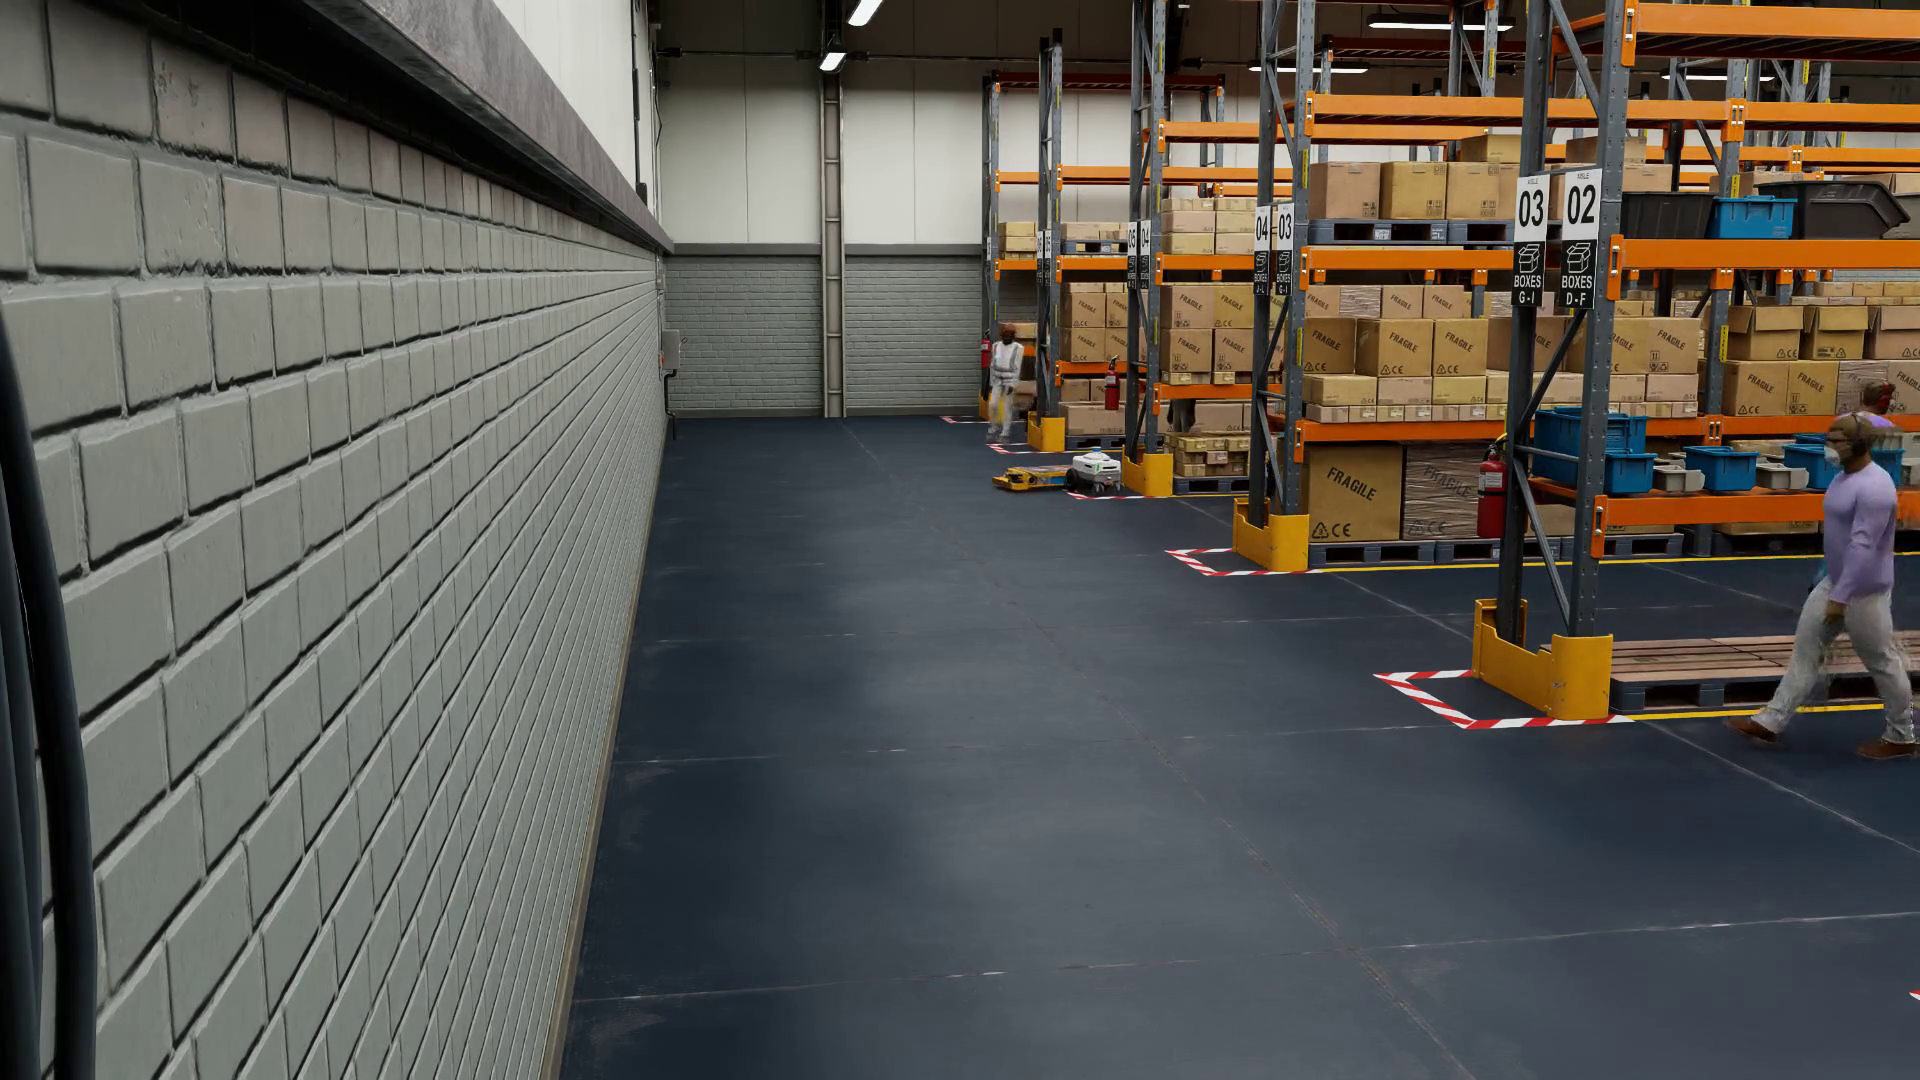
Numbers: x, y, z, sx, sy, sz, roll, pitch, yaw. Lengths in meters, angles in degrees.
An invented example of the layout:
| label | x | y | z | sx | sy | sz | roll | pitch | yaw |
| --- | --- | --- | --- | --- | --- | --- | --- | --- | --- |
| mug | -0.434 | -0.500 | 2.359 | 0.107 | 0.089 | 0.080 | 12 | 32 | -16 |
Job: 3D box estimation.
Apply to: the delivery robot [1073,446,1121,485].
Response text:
| label | x | y | z | sx | sy | sz | roll | pitch | yaw |
| --- | --- | --- | --- | --- | --- | --- | --- | --- | --- |
| delivery robot | 1.627 | -0.870 | 19.794 | 0.477 | 0.478 | 0.707 | -4 | 10 | -21 |

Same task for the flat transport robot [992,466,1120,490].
| label | x | y | z | sx | sy | sz | roll | pitch | yaw |
| --- | --- | --- | --- | --- | --- | --- | --- | --- | --- |
| flat transport robot | 1.175 | -0.780 | 20.400 | 1.431 | 0.197 | 0.652 | -3 | 10 | -20 |

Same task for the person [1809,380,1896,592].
| label | x | y | z | sx | sy | sz | roll | pitch | yaw |
| --- | --- | --- | --- | --- | --- | --- | --- | --- | --- |
| person | 6.930 | -0.330 | 12.870 | 0.473 | 1.819 | 0.628 | -3 | 10 | -20 |

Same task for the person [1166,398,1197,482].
| label | x | y | z | sx | sy | sz | roll | pitch | yaw |
| --- | --- | --- | --- | --- | --- | --- | --- | --- | --- |
| person | 2.745 | -1.605 | 20.612 | 0.326 | 1.860 | 0.515 | -4 | 10 | -25 |

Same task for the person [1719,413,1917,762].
| label | x | y | z | sx | sy | sz | roll | pitch | yaw |
| --- | --- | --- | --- | --- | --- | --- | --- | --- | --- |
| person | 4.735 | 0.266 | 8.970 | 1.009 | 1.884 | 0.650 | 1 | 9 | 7 |

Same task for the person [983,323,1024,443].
| label | x | y | z | sx | sy | sz | roll | pitch | yaw |
| --- | --- | --- | --- | --- | --- | --- | --- | --- | --- |
| person | 0.686 | -2.390 | 25.490 | 0.622 | 1.845 | 0.557 | 5 | 11 | 30 |

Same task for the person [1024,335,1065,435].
| label | x | y | z | sx | sy | sz | roll | pitch | yaw |
| --- | --- | --- | --- | --- | --- | --- | --- | --- | --- |
| person | 1.466 | -2.608 | 26.639 | 0.939 | 1.908 | 0.648 | -1 | 9 | -5 |

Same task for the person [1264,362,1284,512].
| label | x | y | z | sx | sy | sz | roll | pitch | yaw |
| --- | --- | --- | --- | --- | --- | --- | --- | --- | --- |
| person | 3.493 | -1.123 | 18.179 | 0.725 | 1.668 | 0.557 | 5 | 11 | 29 |
